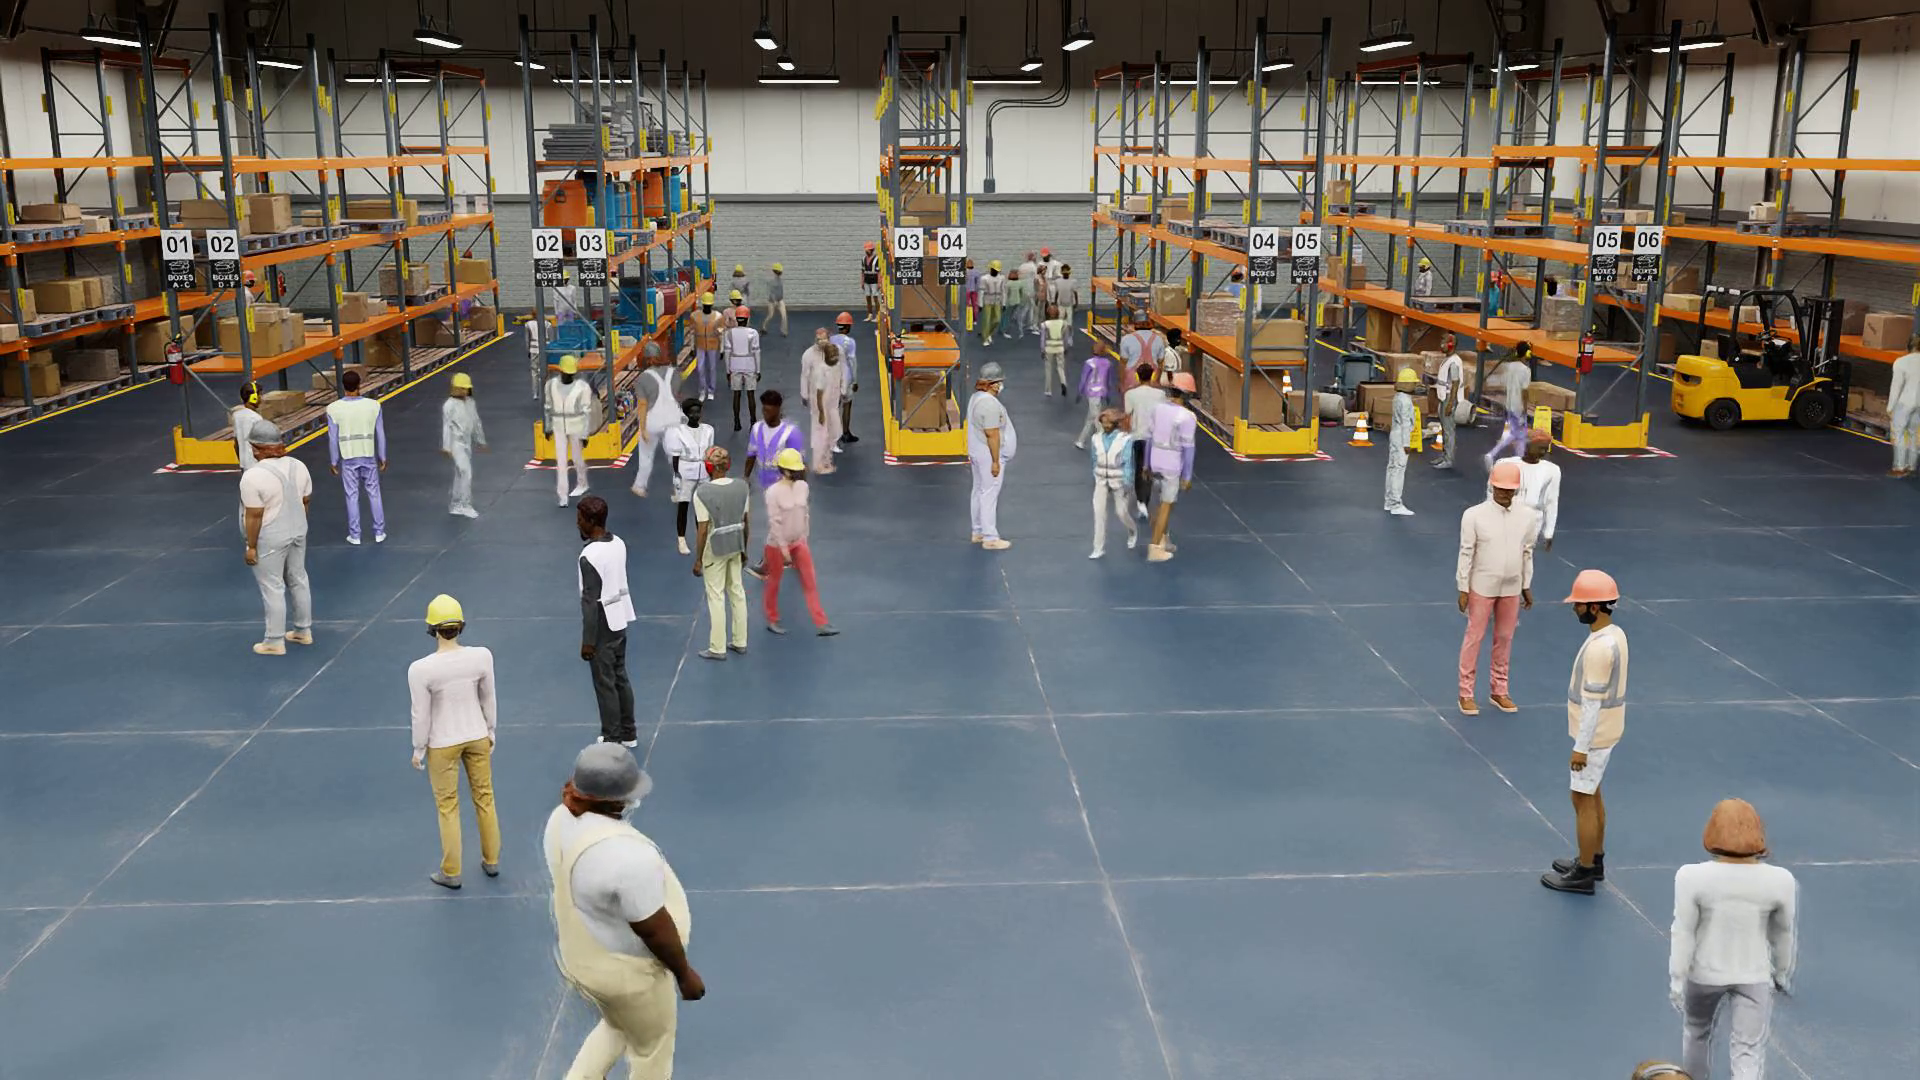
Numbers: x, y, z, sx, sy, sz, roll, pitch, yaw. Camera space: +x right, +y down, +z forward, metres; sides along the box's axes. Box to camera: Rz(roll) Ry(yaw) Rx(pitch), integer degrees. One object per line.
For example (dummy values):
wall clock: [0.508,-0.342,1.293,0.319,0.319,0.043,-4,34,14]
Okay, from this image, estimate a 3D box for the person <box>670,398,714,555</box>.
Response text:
person: [-2.870,-0.694,17.941,0.531,1.697,0.320,-10,16,-36]

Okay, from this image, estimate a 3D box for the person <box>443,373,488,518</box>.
person: [-5.858,-1.125,19.709,0.616,1.710,0.507,5,14,20]

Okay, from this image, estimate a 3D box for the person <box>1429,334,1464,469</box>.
person: [6.670,-1.887,22.677,0.373,1.843,0.572,2,13,8]

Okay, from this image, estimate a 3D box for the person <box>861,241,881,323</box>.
person: [-2.240,-6.456,41.652,0.609,2.031,0.409,10,16,35]

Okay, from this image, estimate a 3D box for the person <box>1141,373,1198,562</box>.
person: [2.242,-0.766,17.616,0.700,1.995,0.639,-10,16,-36]

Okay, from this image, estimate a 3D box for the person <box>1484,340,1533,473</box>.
person: [7.301,-1.715,21.948,0.608,1.847,0.538,-4,14,-18]

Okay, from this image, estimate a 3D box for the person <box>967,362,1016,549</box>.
person: [0.350,-0.938,18.242,0.536,2.000,0.682,-4,14,-16]

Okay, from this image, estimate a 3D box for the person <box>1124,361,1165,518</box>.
person: [2.198,-1.209,19.844,0.504,1.837,0.949,4,14,16]

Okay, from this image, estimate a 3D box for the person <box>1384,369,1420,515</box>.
person: [5.302,-1.183,19.917,0.302,1.745,0.483,0,13,0]

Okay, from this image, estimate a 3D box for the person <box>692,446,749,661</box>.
person: [-2.024,0.118,14.189,0.375,1.842,0.574,12,18,40]

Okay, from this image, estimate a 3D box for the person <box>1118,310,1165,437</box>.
person: [2.613,-2.363,24.278,0.689,2.000,0.535,-4,14,-17]

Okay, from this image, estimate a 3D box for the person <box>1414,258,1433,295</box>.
person: [10.694,-5.597,38.416,0.403,1.837,0.591,0,13,0]

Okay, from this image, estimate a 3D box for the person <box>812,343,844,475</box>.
person: [-1.777,-1.736,22.153,0.551,1.794,0.553,7,15,27]

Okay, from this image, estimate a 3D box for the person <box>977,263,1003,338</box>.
person: [0.733,-5.553,38.524,0.531,1.707,0.880,6,15,25]

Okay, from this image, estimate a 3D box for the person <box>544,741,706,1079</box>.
person: [-1.411,1.724,6.962,0.584,2.000,0.720,-11,17,-38]

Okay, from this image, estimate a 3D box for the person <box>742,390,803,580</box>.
person: [-1.942,-0.572,16.958,0.628,1.911,1.004,10,17,37]

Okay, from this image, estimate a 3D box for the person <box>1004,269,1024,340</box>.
person: [1.257,-5.387,38.036,0.519,1.600,0.806,-5,14,-21]

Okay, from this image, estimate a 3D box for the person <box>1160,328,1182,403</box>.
person: [3.161,-2.335,24.922,0.320,1.686,0.539,3,14,11]

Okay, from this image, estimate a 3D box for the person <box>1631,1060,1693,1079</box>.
person: [1.937,2.335,4.800,0.519,1.843,0.339,0,13,1]

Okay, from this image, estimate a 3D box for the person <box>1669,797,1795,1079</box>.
person: [3.335,1.895,7.204,0.514,1.592,0.866,3,14,12]

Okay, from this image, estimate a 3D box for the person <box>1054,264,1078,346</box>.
person: [2.291,-5.090,36.228,0.526,1.855,0.427,2,13,9]

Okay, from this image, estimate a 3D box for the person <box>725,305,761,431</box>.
person: [-3.347,-2.651,25.717,0.550,1.935,0.376,1,13,4]

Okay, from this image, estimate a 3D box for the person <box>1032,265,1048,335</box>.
person: [1.887,-5.630,39.005,0.317,1.631,0.514,9,16,34]

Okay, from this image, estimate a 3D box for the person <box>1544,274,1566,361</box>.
person: [12.093,-4.506,33.881,0.436,1.804,0.776,-6,14,-23]

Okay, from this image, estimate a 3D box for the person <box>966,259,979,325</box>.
person: [0.230,-6.101,41.000,0.517,1.631,0.278,-8,15,-30]

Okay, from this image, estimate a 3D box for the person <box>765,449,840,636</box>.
person: [-1.457,0.047,14.741,0.523,1.724,0.885,-13,18,-43]

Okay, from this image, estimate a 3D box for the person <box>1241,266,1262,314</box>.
person: [7.735,-6.859,43.733,0.647,1.859,0.366,-5,14,-20]

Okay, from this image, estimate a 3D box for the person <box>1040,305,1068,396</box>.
person: [1.664,-3.310,29.175,0.529,1.620,0.551,-3,14,-10]

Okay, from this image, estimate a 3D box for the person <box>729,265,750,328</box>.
person: [-5.046,-5.437,38.085,0.474,1.680,0.904,-4,14,-17]

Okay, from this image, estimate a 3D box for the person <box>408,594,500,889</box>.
person: [-2.986,1.186,9.830,0.524,1.769,0.315,-11,17,-39]

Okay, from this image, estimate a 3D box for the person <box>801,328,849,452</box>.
person: [-1.914,-2.089,23.554,0.667,1.856,0.822,-6,15,-24]

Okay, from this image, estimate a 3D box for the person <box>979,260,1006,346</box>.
person: [0.723,-5.229,36.737,0.702,1.888,0.471,-7,15,-26]

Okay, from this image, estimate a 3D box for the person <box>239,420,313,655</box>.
person: [-5.969,-0.035,14.415,0.537,2.000,0.683,5,14,22]

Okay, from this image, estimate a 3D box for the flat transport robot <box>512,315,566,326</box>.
flat transport robot: [-10.309,-5.437,41.091,1.431,0.197,0.652,7,15,26]

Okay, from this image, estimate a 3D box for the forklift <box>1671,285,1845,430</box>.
forklift: [12.503,-2.886,26.166,2.313,2.155,1.214,-1,13,-3]

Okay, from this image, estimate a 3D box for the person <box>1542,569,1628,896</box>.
person: [3.691,1.119,9.782,0.391,1.924,0.551,7,15,28]

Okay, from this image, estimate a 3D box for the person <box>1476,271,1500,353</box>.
person: [11.248,-4.832,35.353,0.568,1.750,0.342,-7,15,-26]

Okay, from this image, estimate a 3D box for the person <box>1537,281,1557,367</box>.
person: [11.778,-4.330,33.347,0.321,1.695,0.537,2,13,8]

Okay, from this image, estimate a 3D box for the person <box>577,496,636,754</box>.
person: [-2.532,0.625,11.913,0.391,1.911,0.584,2,13,8]

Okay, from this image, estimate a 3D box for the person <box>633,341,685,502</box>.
person: [-3.718,-1.490,20.579,0.694,2.000,1.005,-10,16,-35]

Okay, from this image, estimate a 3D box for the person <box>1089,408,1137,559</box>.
person: [1.659,-0.628,17.848,0.515,1.612,0.682,8,15,29]

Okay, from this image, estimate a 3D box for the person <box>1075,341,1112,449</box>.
person: [1.948,-2.058,23.958,0.772,1.599,0.538,12,18,42]

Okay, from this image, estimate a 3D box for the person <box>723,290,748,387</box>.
person: [-4.091,-3.689,30.476,0.532,1.772,0.300,-11,17,-39]

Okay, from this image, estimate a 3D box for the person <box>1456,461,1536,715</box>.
person: [4.130,0.365,12.822,0.625,1.991,0.380,-2,13,-10]

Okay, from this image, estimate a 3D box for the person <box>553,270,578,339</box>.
person: [-8.411,-4.877,35.514,0.526,1.769,0.329,-10,17,-37]

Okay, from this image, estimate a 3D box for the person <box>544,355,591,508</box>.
person: [-4.839,-1.378,20.520,0.636,1.858,0.961,0,13,2]

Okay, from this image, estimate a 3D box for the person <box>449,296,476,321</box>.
person: [-11.844,-5.828,39.659,0.764,1.715,0.542,-8,15,-30]

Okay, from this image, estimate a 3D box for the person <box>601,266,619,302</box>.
person: [-7.807,-5.337,37.604,0.570,1.692,0.917,-2,13,-9]

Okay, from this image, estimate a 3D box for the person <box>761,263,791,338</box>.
person: [-4.282,-5.535,38.392,0.506,1.739,0.839,-13,18,-43]

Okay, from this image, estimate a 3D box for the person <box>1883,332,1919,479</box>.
person: [12.589,-1.782,22.050,0.639,1.941,0.376,-2,13,-8]

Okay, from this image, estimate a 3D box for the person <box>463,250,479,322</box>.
person: [-11.923,-6.107,40.481,0.356,1.883,0.574,9,16,33]

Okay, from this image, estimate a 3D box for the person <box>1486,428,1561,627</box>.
person: [5.087,-0.107,15.145,0.665,1.844,0.349,3,14,13]

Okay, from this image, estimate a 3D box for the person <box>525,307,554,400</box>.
person: [-7.280,-3.247,28.880,0.514,1.641,0.308,1,13,3]

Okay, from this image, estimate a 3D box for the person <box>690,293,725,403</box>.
person: [-4.344,-3.304,28.592,0.601,1.880,0.859,-1,13,-4]

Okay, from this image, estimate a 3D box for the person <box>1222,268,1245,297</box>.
person: [5.505,-4.414,33.075,0.641,1.976,1.048,3,14,13]

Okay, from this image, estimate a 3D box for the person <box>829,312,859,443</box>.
person: [-1.717,-2.421,24.765,0.541,1.929,0.381,11,17,40]

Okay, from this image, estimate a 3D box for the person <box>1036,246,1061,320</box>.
person: [2.173,-6.064,40.041,0.681,2.001,0.760,5,14,20]

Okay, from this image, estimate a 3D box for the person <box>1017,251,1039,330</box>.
person: [1.709,-5.986,39.938,0.455,1.891,0.658,-7,15,-26]

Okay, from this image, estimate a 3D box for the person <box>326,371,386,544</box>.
person: [-6.648,-0.908,18.381,0.597,1.915,0.370,-7,15,-27]
